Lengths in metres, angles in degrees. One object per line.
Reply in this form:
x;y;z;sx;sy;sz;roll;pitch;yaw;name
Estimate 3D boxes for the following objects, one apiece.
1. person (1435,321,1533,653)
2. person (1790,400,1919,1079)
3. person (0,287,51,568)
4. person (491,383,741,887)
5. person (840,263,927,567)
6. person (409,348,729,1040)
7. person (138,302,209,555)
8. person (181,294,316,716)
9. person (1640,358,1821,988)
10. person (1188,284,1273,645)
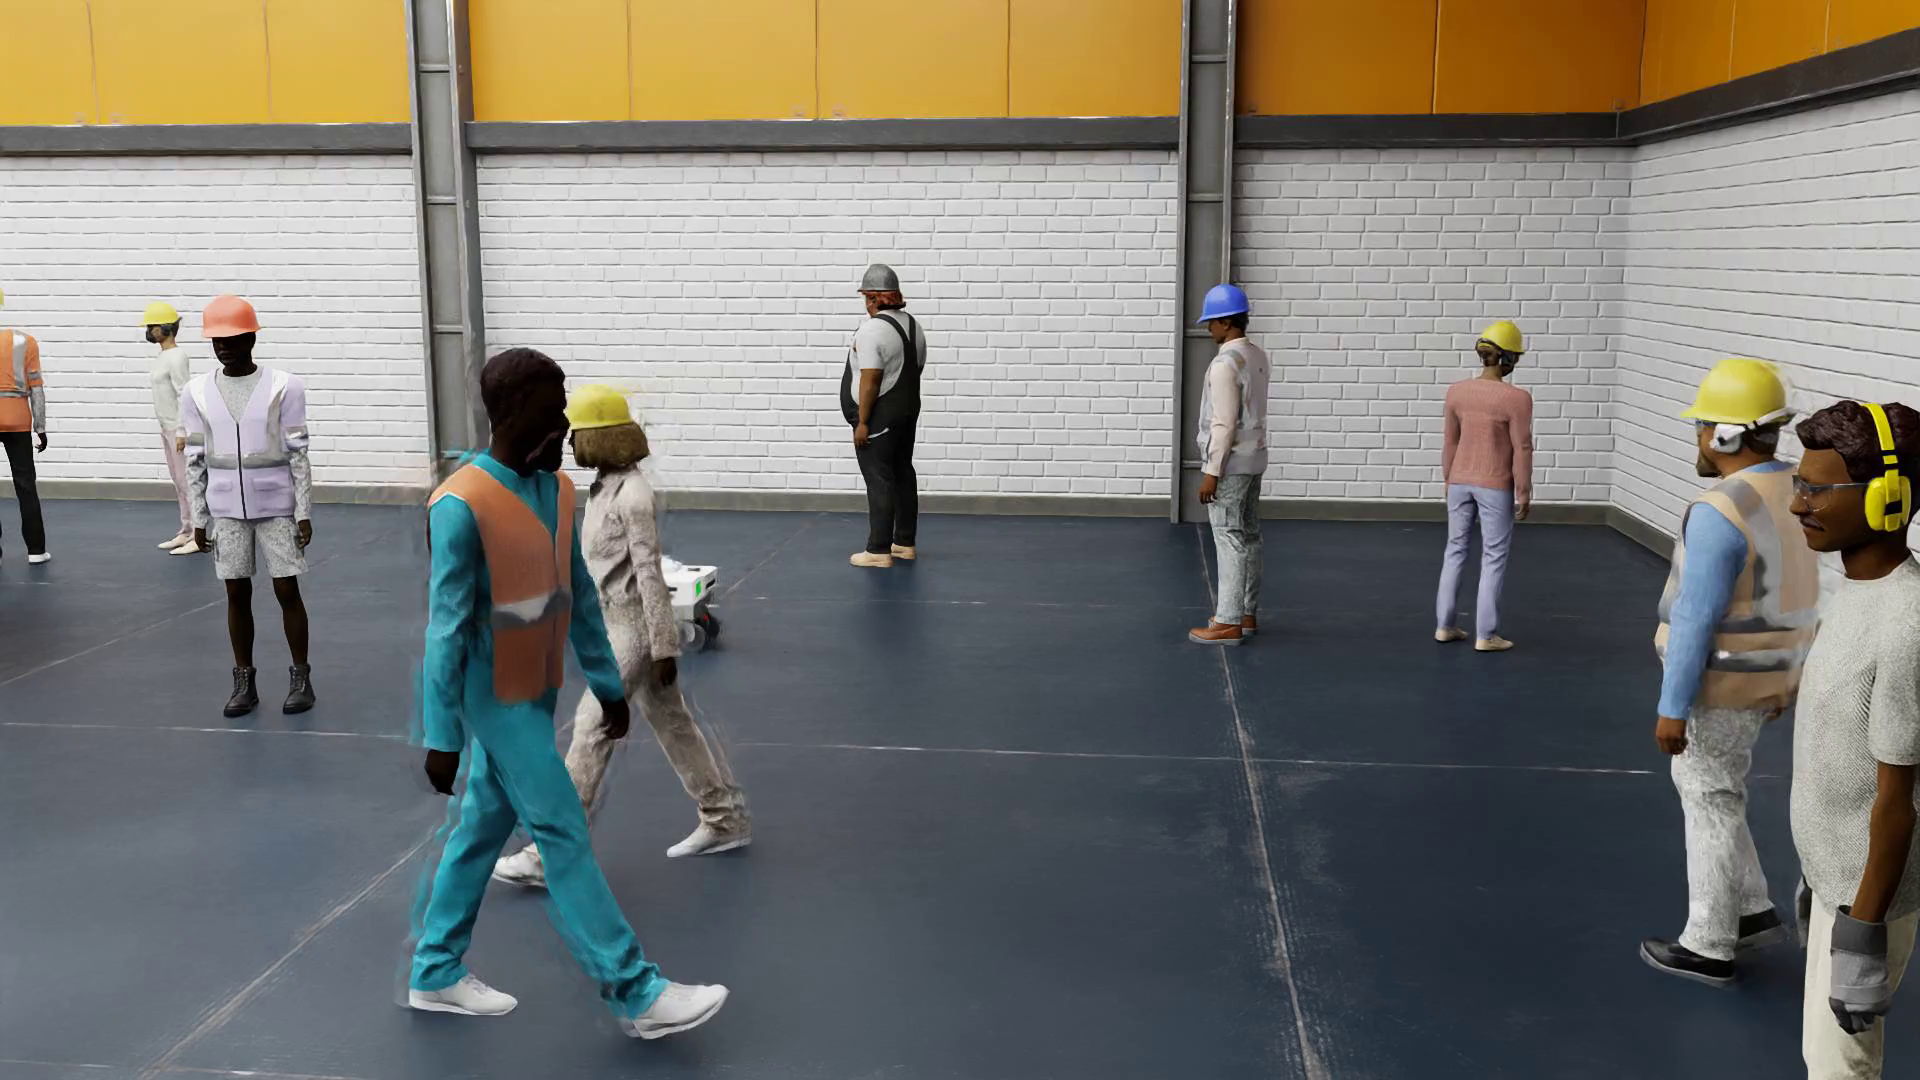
2.799;-0.280;8.836;0.342;1.756;0.534;-8;13;-38;person
1.656;0.668;3.126;0.334;1.858;0.509;4;11;21;person
-6.441;-0.769;11.136;0.585;1.928;0.369;-6;11;-29;person
-1.167;0.313;5.627;0.919;1.680;0.492;-4;11;-21;person
-0.550;-0.846;11.256;0.536;2.000;0.688;6;11;29;person
-1.099;0.425;4.469;1.003;1.862;0.623;2;10;10;person
-5.522;-0.778;11.656;0.326;1.767;0.533;-7;12;-35;person
-3.240;-0.146;7.589;0.544;1.933;0.377;-1;10;-7;person
2.193;0.394;4.771;0.617;1.821;0.425;-8;13;-40;person
1.464;-0.403;9.000;0.400;1.942;0.602;6;11;30;person
